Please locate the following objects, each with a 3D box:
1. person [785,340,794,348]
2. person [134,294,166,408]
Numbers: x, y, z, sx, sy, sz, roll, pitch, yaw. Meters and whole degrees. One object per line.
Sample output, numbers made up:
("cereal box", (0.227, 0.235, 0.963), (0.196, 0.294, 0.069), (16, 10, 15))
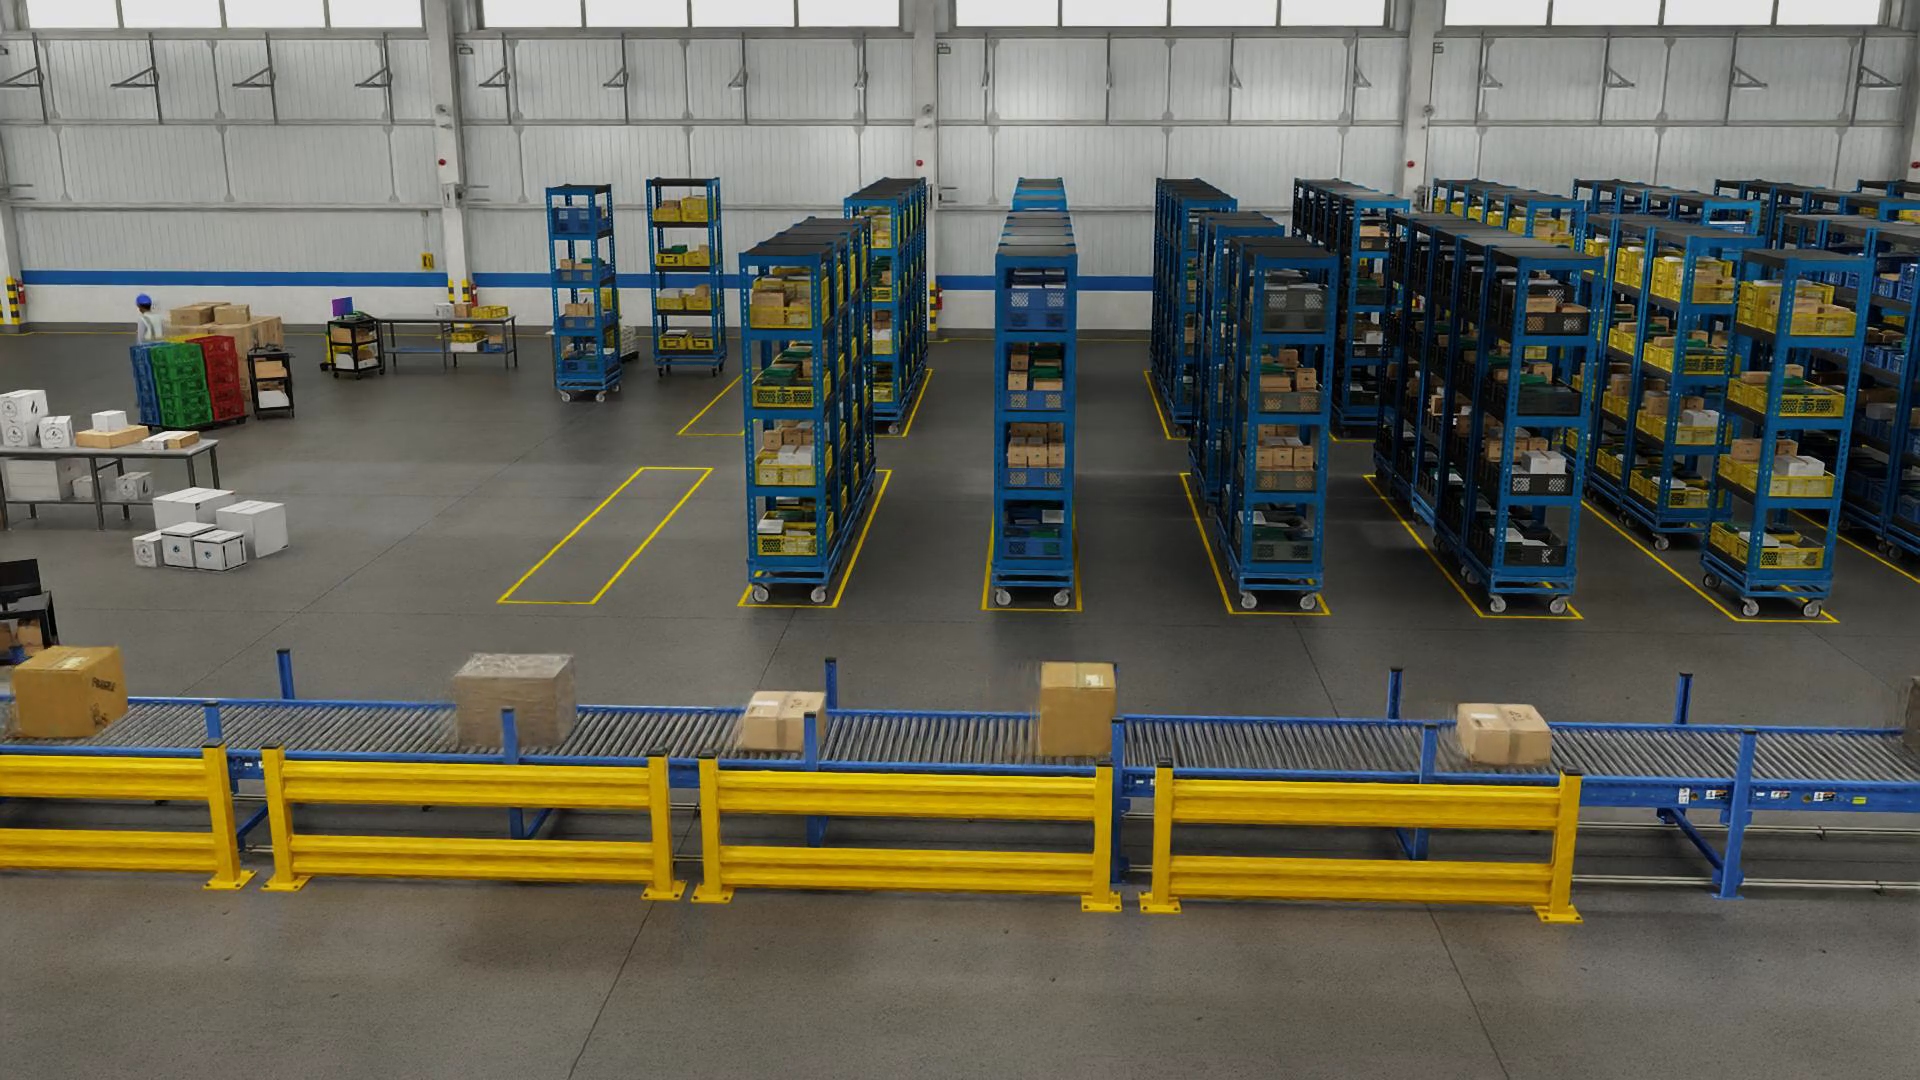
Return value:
("person", (-2.205, -1.721, 22.160), (0.392, 1.989, 0.610), (-4, 16, -14))
("person", (-13.248, -3.102, 27.448), (0.908, 1.909, 0.612), (0, 15, -2))
